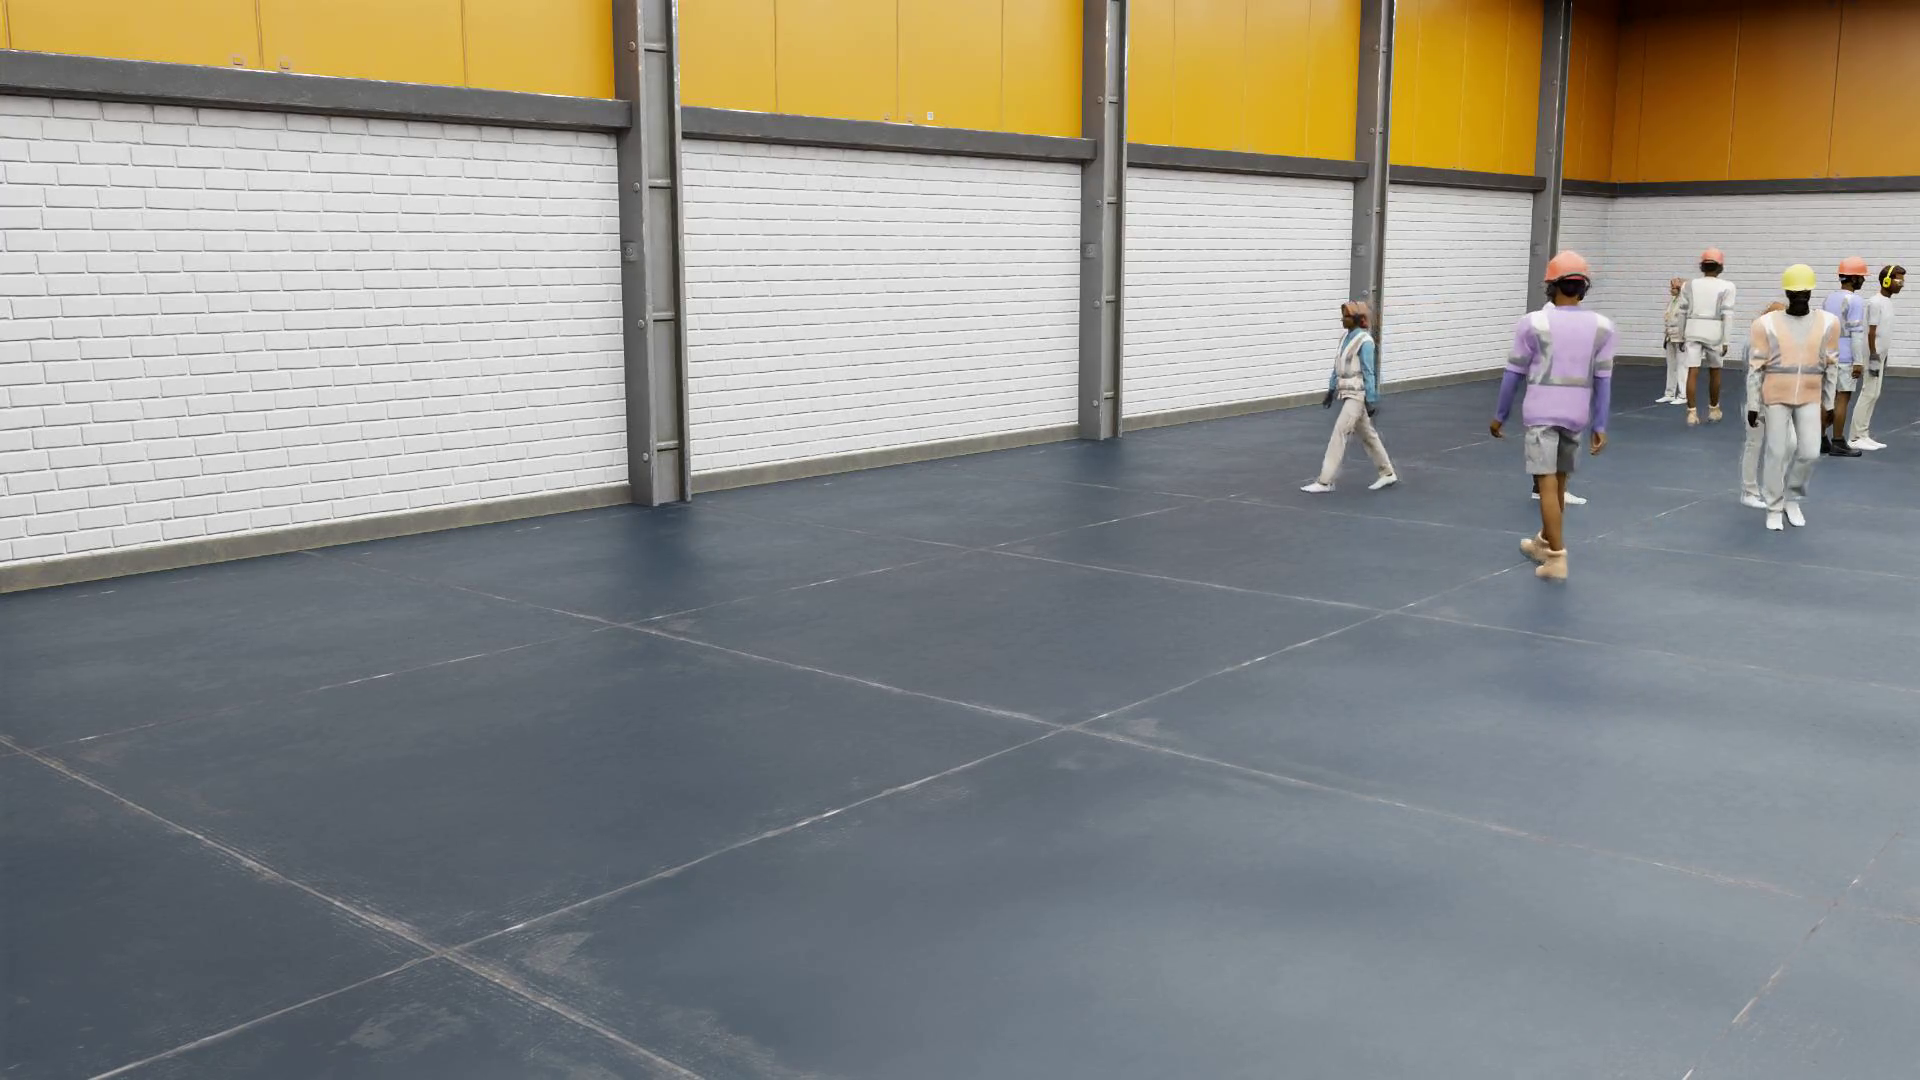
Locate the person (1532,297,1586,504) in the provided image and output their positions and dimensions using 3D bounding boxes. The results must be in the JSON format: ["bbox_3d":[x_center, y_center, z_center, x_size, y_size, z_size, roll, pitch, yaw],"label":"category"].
[{"bbox_3d":[4.772,-1.246,13.236,0.392,1.916,0.592,0,10,-3],"label":"person"}]

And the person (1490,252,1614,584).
[{"bbox_3d":[3.651,-0.770,10.304,0.618,2.000,0.907,-1,10,-7],"label":"person"}]

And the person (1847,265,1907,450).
[{"bbox_3d":[9.238,-1.826,16.735,0.363,1.853,0.493,10,14,43],"label":"person"}]

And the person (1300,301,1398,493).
[{"bbox_3d":[3.291,-1.187,13.814,0.871,1.594,0.521,-1,10,-6],"label":"person"}]

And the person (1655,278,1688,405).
[{"bbox_3d":[9.307,-2.573,21.582,0.314,1.636,0.517,-1,10,-7],"label":"person"}]

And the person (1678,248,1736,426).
[{"bbox_3d":[8.587,-2.331,19.134,0.623,2.000,0.944,7,12,34],"label":"person"}]

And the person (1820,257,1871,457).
[{"bbox_3d":[8.623,-1.782,16.221,0.356,1.937,0.552,-1,10,-6],"label":"person"}]

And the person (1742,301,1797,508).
[{"bbox_3d":[6.279,-1.033,12.866,0.511,1.610,0.475,-3,10,-16],"label":"person"}]

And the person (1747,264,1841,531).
[{"bbox_3d":[5.945,-1.007,11.889,0.607,1.908,0.424,2,10,14],"label":"person"}]
